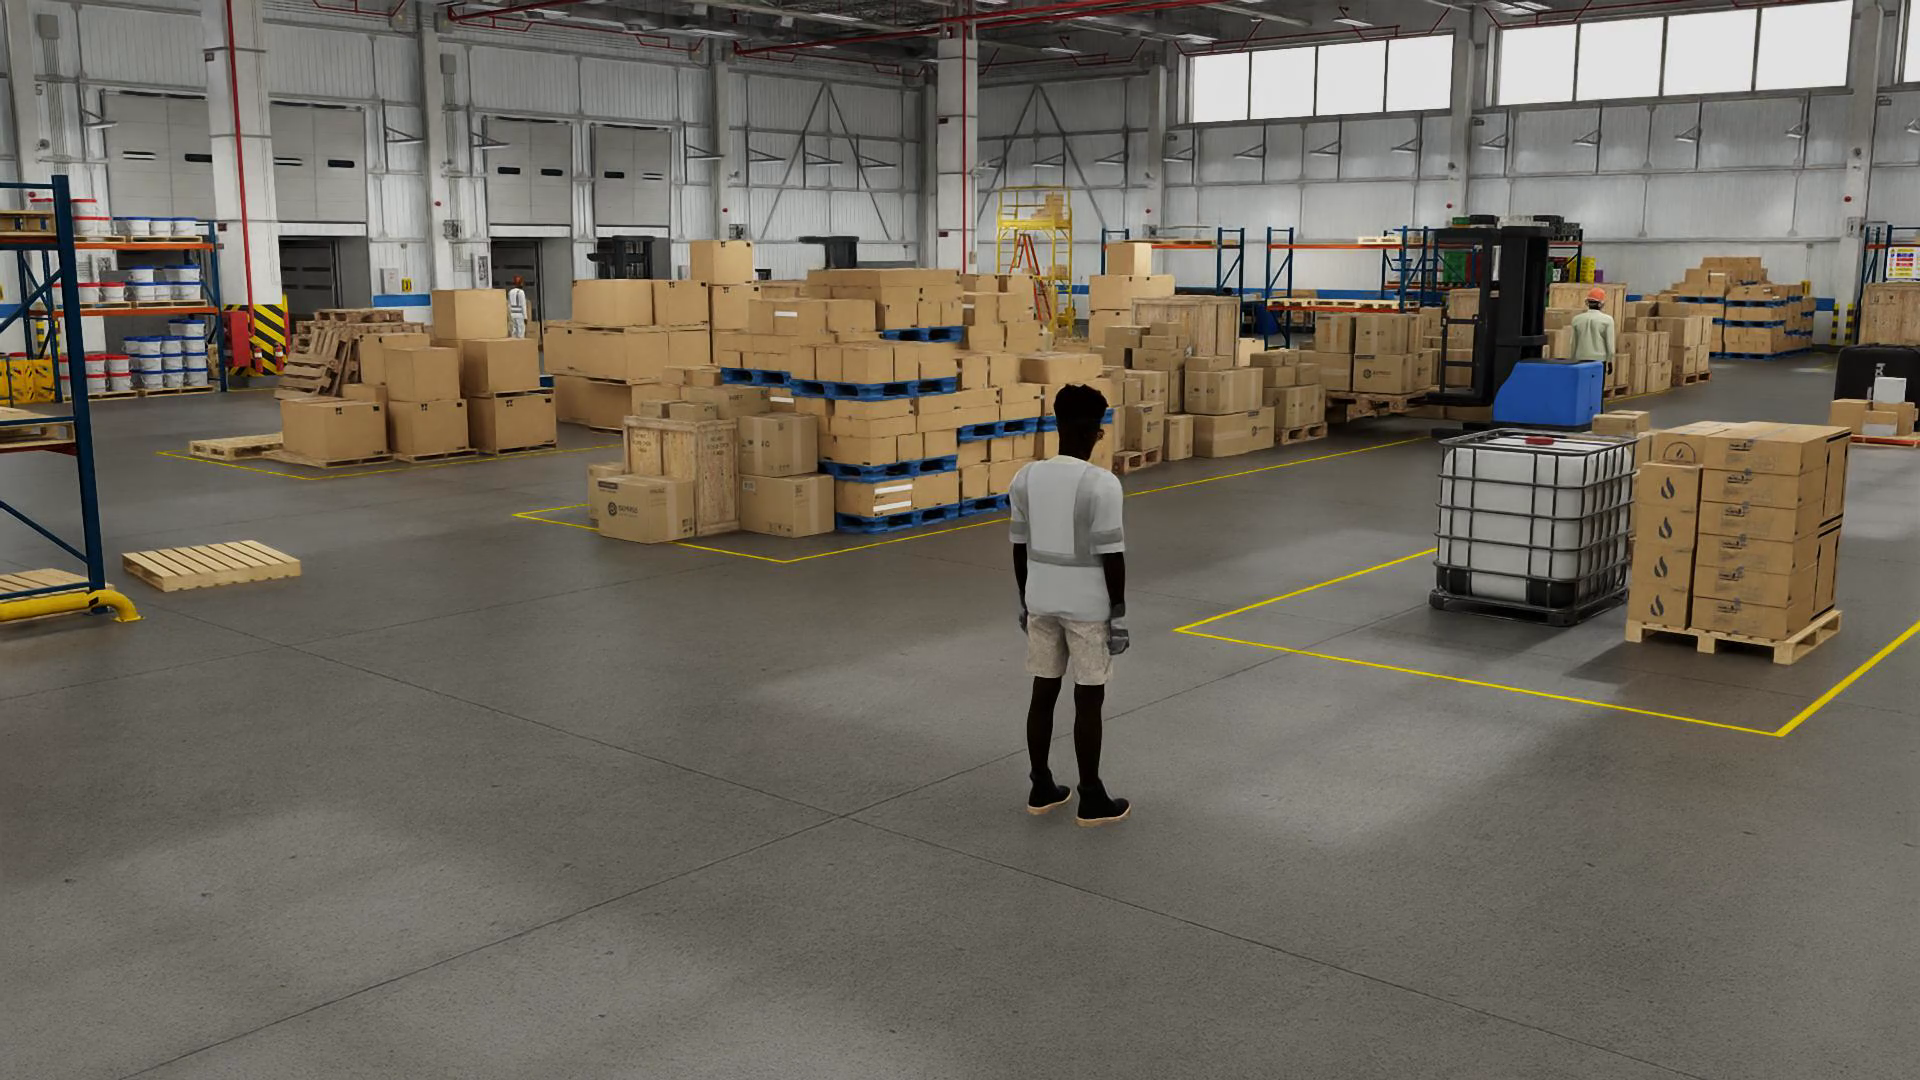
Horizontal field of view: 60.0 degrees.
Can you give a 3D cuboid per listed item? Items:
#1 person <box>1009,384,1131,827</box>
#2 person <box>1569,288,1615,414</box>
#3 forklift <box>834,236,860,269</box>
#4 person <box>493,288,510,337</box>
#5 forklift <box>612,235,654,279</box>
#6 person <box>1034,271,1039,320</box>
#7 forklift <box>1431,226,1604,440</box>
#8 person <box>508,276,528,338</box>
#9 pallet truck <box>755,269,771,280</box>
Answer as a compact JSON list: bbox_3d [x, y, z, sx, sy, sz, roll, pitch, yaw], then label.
[{"bbox_3d":[0.500,0.287,7.381,0.603,1.959,0.379,9,13,40],"label":"person"},{"bbox_3d":[8.774,-2.491,23.091,0.611,1.996,0.379,9,13,40],"label":"person"},{"bbox_3d":[-2.683,-5.835,39.616,1.873,2.768,1.129,2,10,13],"label":"forklift"},{"bbox_3d":[-7.130,-2.915,25.666,0.627,1.940,0.371,9,13,40],"label":"person"},{"bbox_3d":[-7.300,-5.450,37.421,1.873,2.768,1.129,8,13,40],"label":"forklift"},{"bbox_3d":[2.082,-6.921,48.479,0.543,1.939,0.361,9,13,40],"label":"person"},{"bbox_3d":[7.339,-2.688,21.696,1.873,2.768,1.129,8,13,40],"label":"forklift"},{"bbox_3d":[-10.327,-5.222,38.954,0.574,1.887,0.355,9,13,40],"label":"person"},{"bbox_3d":[-4.996,-6.432,45.525,1.885,1.965,0.823,-6,12,-32],"label":"pallet truck"}]
